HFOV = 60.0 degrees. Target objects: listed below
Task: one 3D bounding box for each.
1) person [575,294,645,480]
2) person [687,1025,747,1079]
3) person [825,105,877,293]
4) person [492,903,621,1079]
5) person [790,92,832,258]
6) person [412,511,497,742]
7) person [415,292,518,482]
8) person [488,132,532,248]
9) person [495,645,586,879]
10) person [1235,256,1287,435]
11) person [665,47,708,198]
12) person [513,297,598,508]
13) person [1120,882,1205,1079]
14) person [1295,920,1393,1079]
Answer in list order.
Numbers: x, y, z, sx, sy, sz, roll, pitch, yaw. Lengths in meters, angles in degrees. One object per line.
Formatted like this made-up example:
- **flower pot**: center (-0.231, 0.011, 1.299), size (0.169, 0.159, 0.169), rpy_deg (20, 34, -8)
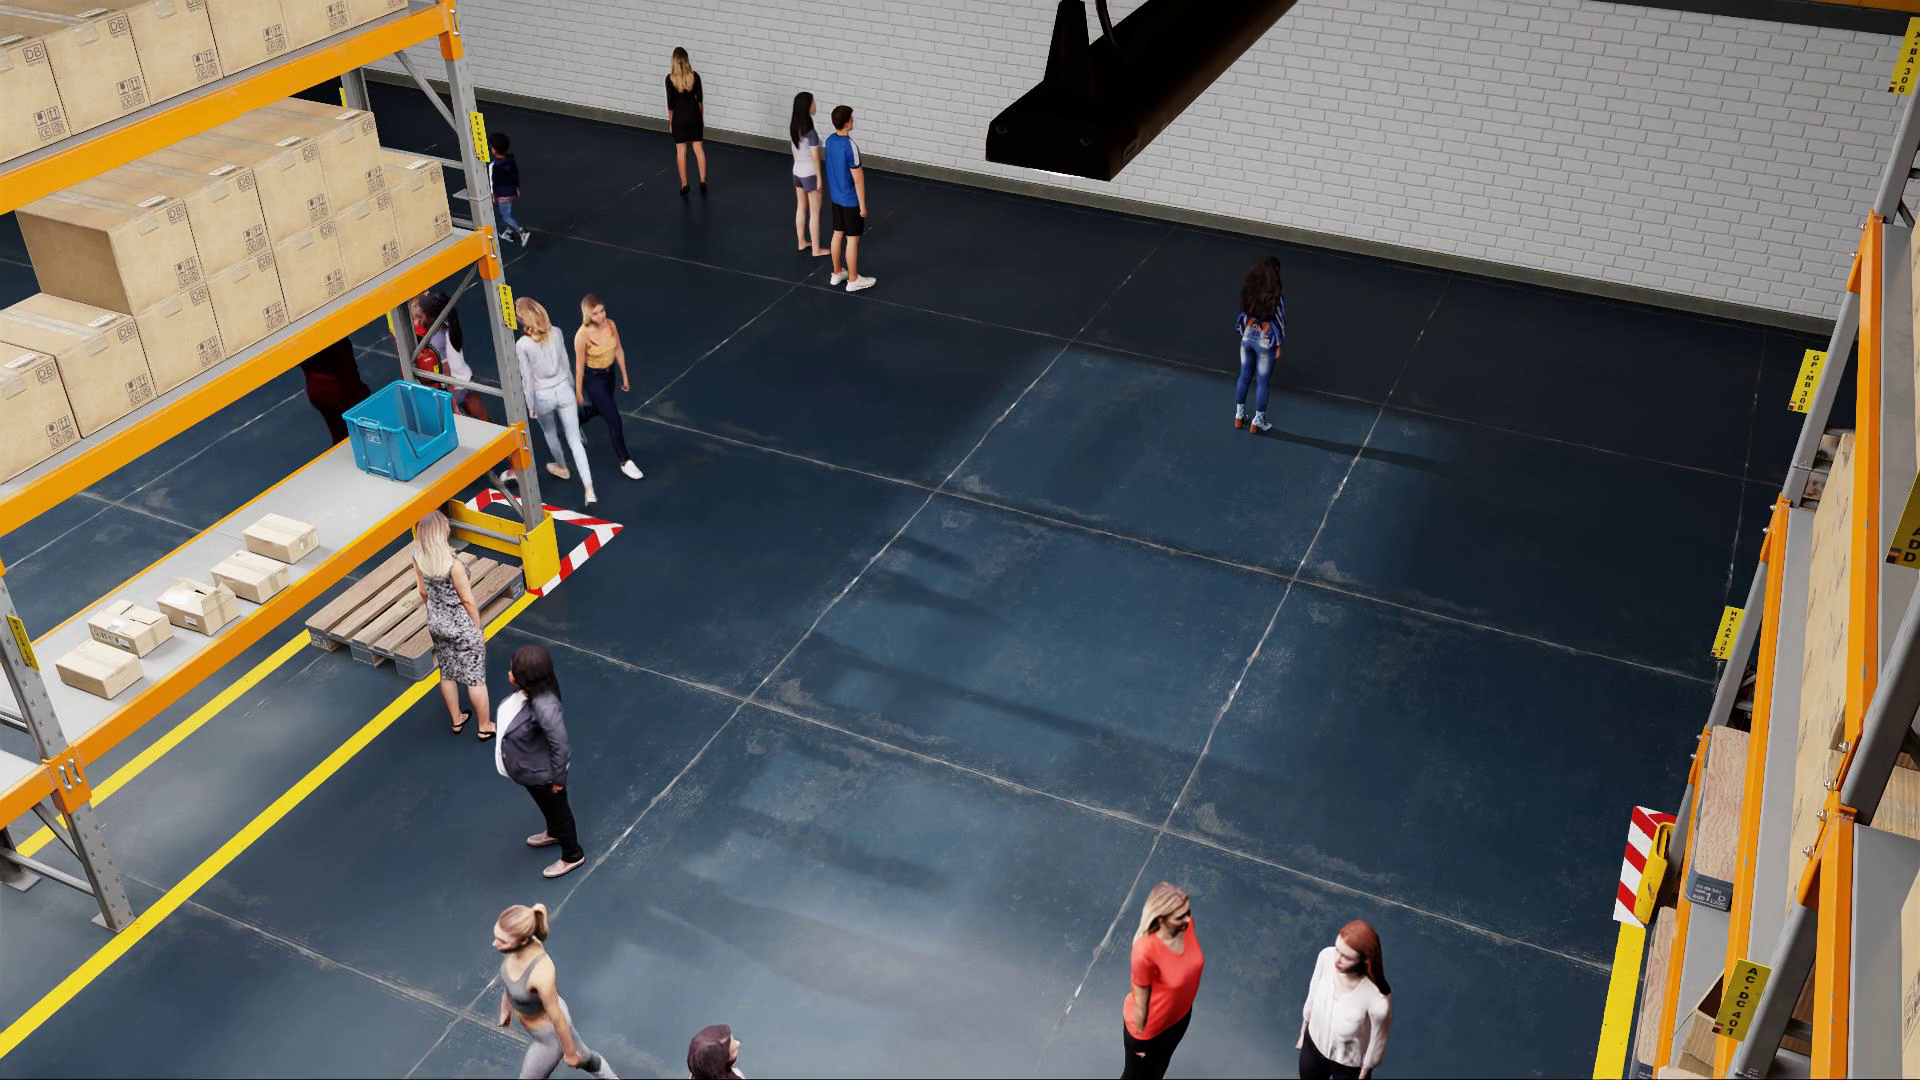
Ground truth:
- **person**: center (-2.972, -1.282, 13.520), size (0.842, 1.593, 1.111), rpy_deg (20, 39, 28)
- **person**: center (-1.031, 2.745, 7.442), size (0.660, 1.614, 0.663), rpy_deg (-24, 40, -31)
- **person**: center (-1.135, -3.392, 16.447), size (0.698, 1.866, 0.720), rpy_deg (-28, 43, -35)
- **person**: center (-1.910, 2.338, 8.022), size (1.217, 1.649, 1.015), rpy_deg (-18, 38, -25)
- **person**: center (-1.577, -3.785, 17.181), size (0.677, 1.707, 0.673), rpy_deg (-23, 40, -31)
- **person**: center (-3.247, 0.563, 10.642), size (0.556, 1.705, 0.482), rpy_deg (15, 36, 21)
- **person**: center (-3.922, -1.152, 13.246), size (1.019, 1.680, 1.216), rpy_deg (2, 34, 3)
- **person**: center (-4.740, -3.654, 17.436), size (0.617, 1.209, 0.709), rpy_deg (19, 38, 26)
- **person**: center (-2.429, 1.268, 9.680), size (0.846, 1.597, 0.799), rpy_deg (-15, 37, -22)
- **person**: center (2.535, -1.660, 14.076), size (0.677, 1.607, 0.661), rpy_deg (29, 43, 36)
- **person**: center (-3.044, -4.658, 18.522), size (0.596, 1.677, 0.659), rpy_deg (-12, 35, -17)
- **person**: center (-3.139, -1.046, 13.034), size (1.216, 1.738, 1.073), rpy_deg (-20, 38, -27)
- **person**: center (0.941, 2.293, 8.050), size (0.707, 1.693, 0.575), rpy_deg (28, 43, 35)
- **person**: center (1.762, 2.432, 7.781), size (0.661, 1.760, 0.668), rpy_deg (-22, 40, -30)
